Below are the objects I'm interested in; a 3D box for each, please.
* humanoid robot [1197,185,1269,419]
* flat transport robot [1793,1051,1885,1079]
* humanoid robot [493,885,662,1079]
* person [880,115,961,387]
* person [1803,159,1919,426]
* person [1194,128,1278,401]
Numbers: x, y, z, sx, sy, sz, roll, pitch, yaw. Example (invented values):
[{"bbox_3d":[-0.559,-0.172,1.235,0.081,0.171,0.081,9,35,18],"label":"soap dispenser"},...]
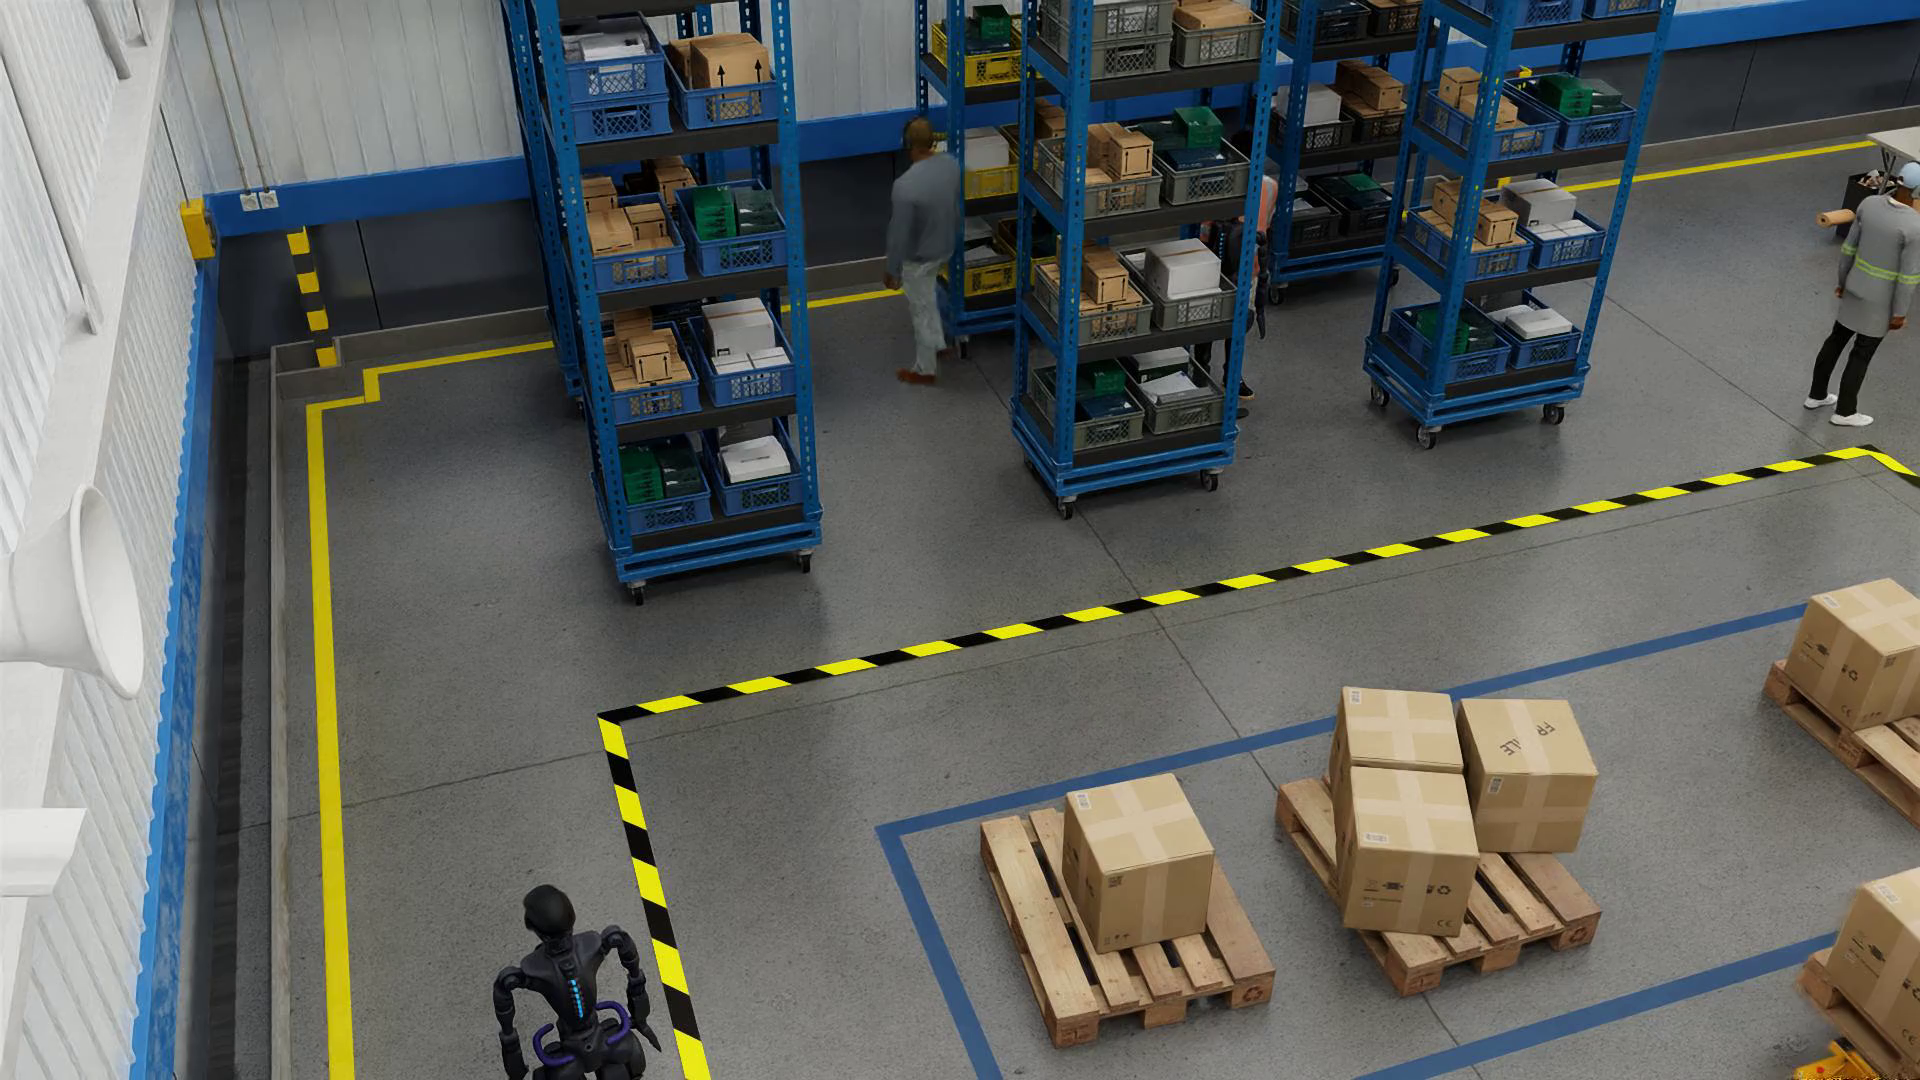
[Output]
[{"bbox_3d":[1.767,-1.587,11.071,0.599,1.657,0.315,26,43,32],"label":"humanoid robot"},{"bbox_3d":[4.275,2.229,6.871,1.431,0.197,0.652,-11,37,-15],"label":"flat transport robot"},{"bbox_3d":[-1.397,1.896,6.130,0.599,1.659,0.315,-18,39,-24],"label":"humanoid robot"},{"bbox_3d":[-0.261,-1.957,11.405,0.448,1.916,0.702,21,40,27],"label":"person"},{"bbox_3d":[6.050,-1.633,10.997,0.392,1.853,0.587,-10,36,-13],"label":"person"},{"bbox_3d":[1.834,-1.807,11.146,0.601,1.966,0.369,-17,39,-22],"label":"person"}]
